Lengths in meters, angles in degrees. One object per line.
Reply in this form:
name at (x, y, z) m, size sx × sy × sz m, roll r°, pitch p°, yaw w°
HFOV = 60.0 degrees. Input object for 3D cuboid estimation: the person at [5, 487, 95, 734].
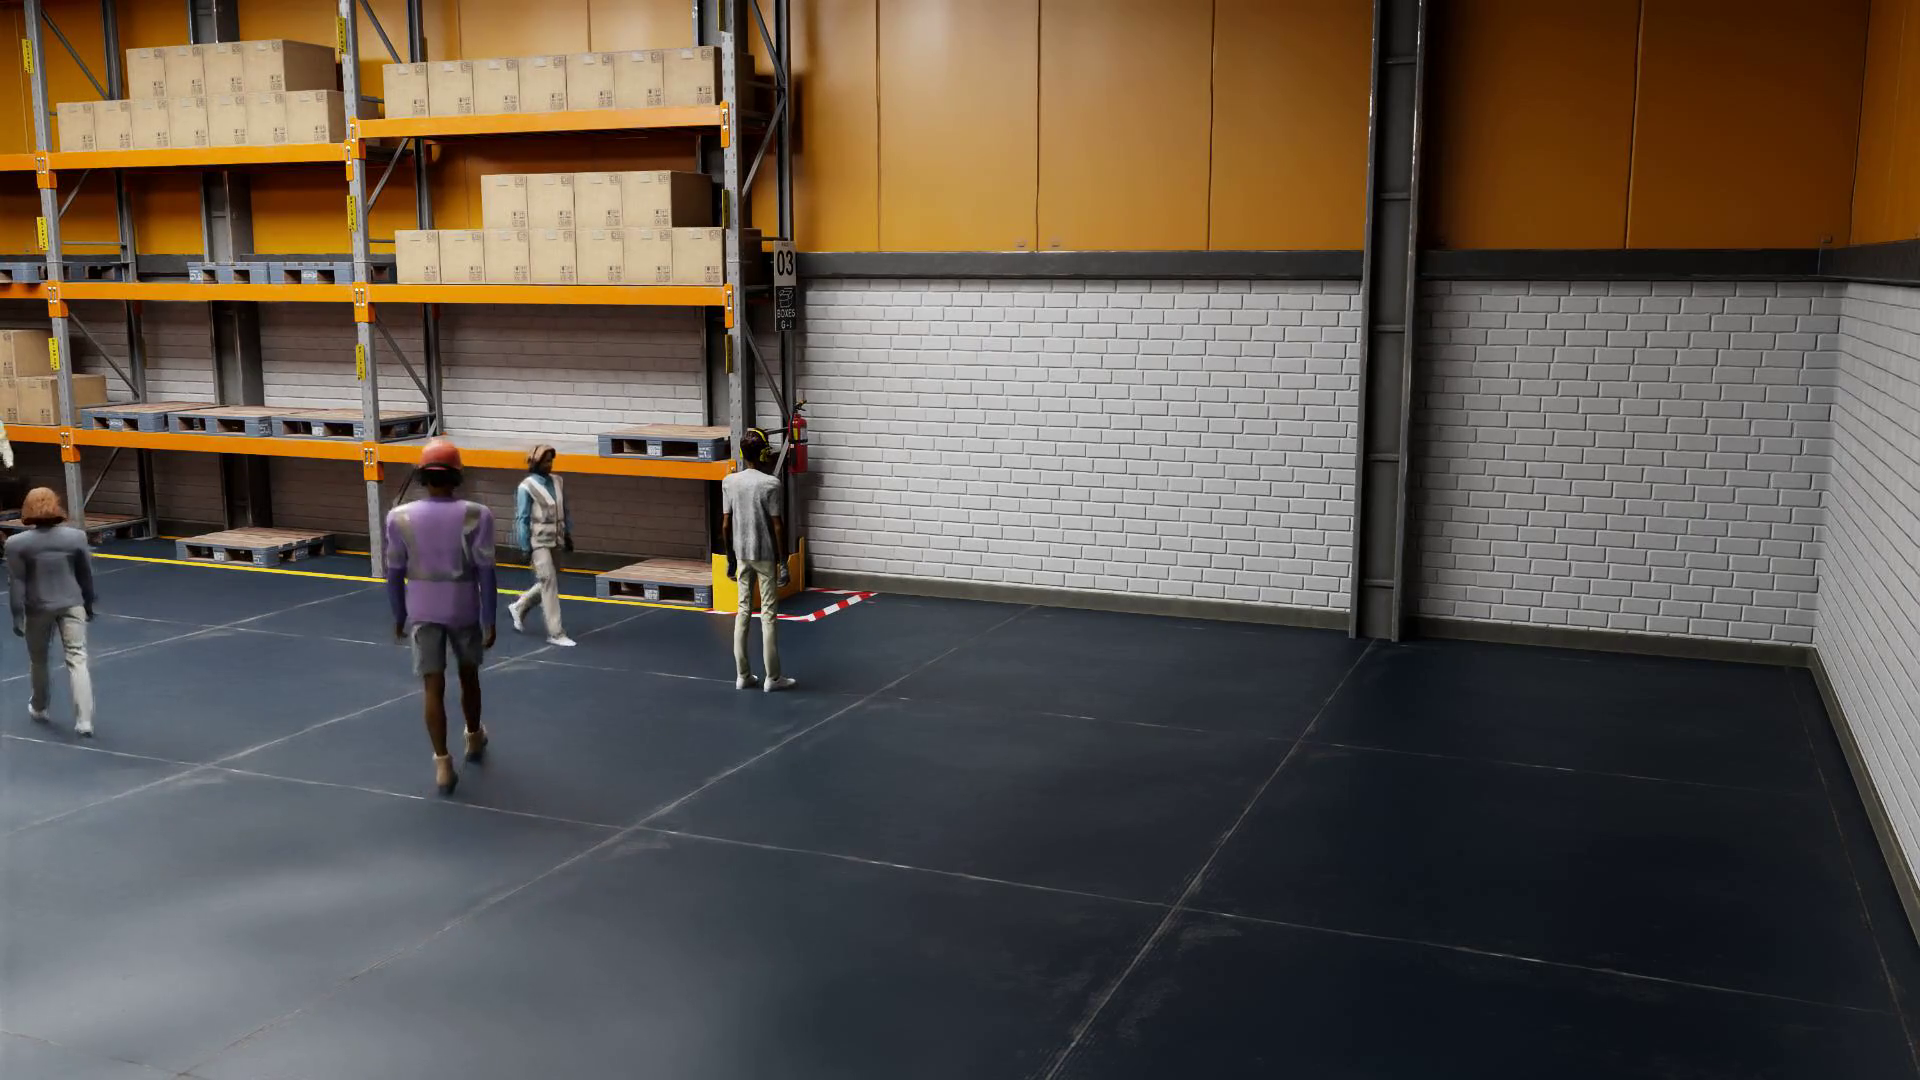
person at (-5.881, 0.449, 10.796) m, size 0.525 × 1.583 × 0.871 m, roll -8°, pitch 12°, yaw -41°

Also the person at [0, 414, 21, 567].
person at (-9.725, -0.693, 16.611) m, size 0.970 × 1.938 × 0.605 m, roll 3°, pitch 10°, yaw 15°

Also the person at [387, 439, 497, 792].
person at (-3.024, 0.403, 9.796) m, size 0.626 × 1.996 × 0.999 m, roll -2°, pitch 10°, yaw -11°

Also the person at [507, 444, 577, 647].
person at (-3.355, 0.029, 13.244) m, size 0.667 × 1.617 × 0.521 m, roll 4°, pitch 10°, yaw 21°

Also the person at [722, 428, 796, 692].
person at (-1.436, 0.145, 11.792) m, size 0.515 × 1.868 × 0.329 m, roll 4°, pitch 10°, yaw 23°
